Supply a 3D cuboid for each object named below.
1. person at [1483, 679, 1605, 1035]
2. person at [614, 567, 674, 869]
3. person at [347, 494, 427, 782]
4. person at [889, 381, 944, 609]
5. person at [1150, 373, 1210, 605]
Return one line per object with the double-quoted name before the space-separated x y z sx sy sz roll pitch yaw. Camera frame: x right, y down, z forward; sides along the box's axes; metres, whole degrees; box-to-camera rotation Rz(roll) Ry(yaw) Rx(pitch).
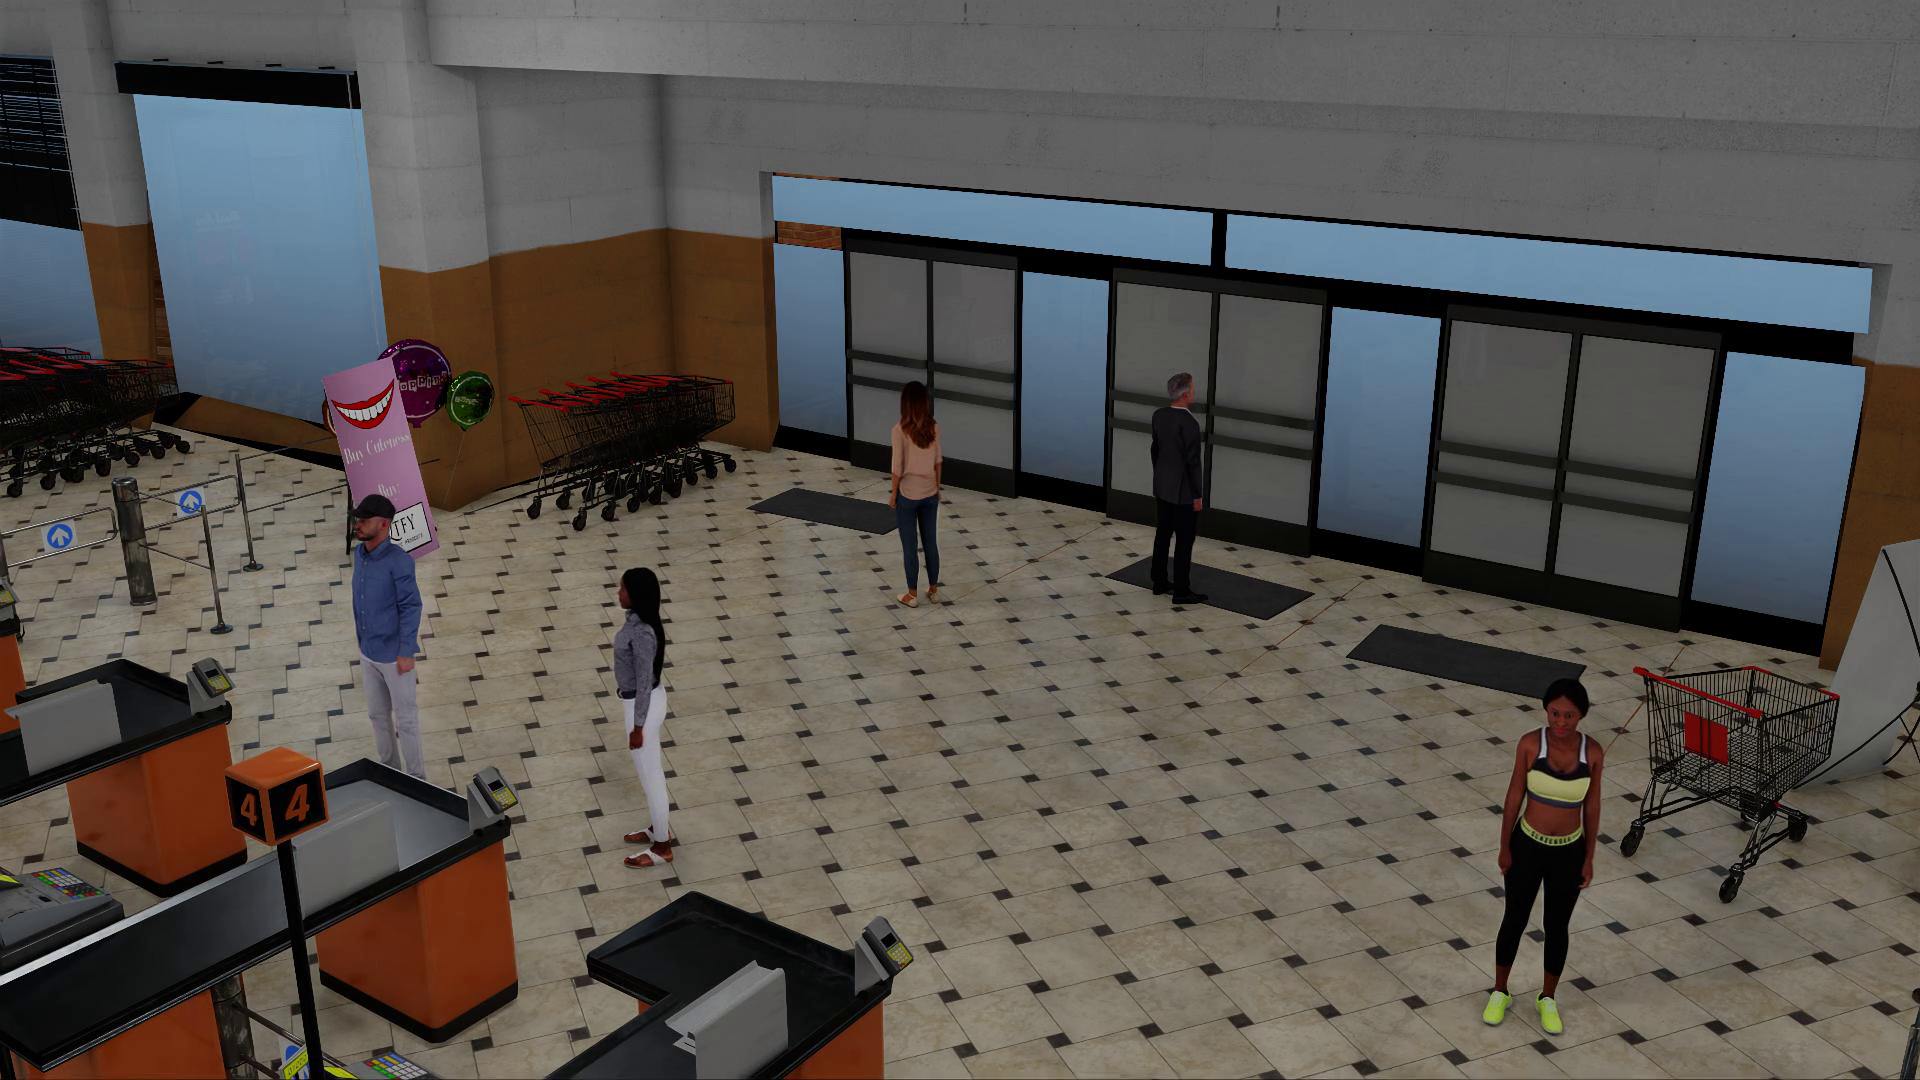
"person" 2.708 1.443 7.672 0.628 1.754 0.607 5 19 15
"person" -1.739 0.955 9.164 0.725 1.725 0.667 -3 19 -10
"person" -3.403 0.632 9.868 0.642 1.888 0.558 12 22 32
"person" -0.336 -0.355 12.948 0.613 1.790 0.734 -9 21 -26
"person" 1.713 -0.419 13.055 0.762 1.842 0.795 -11 21 -29
